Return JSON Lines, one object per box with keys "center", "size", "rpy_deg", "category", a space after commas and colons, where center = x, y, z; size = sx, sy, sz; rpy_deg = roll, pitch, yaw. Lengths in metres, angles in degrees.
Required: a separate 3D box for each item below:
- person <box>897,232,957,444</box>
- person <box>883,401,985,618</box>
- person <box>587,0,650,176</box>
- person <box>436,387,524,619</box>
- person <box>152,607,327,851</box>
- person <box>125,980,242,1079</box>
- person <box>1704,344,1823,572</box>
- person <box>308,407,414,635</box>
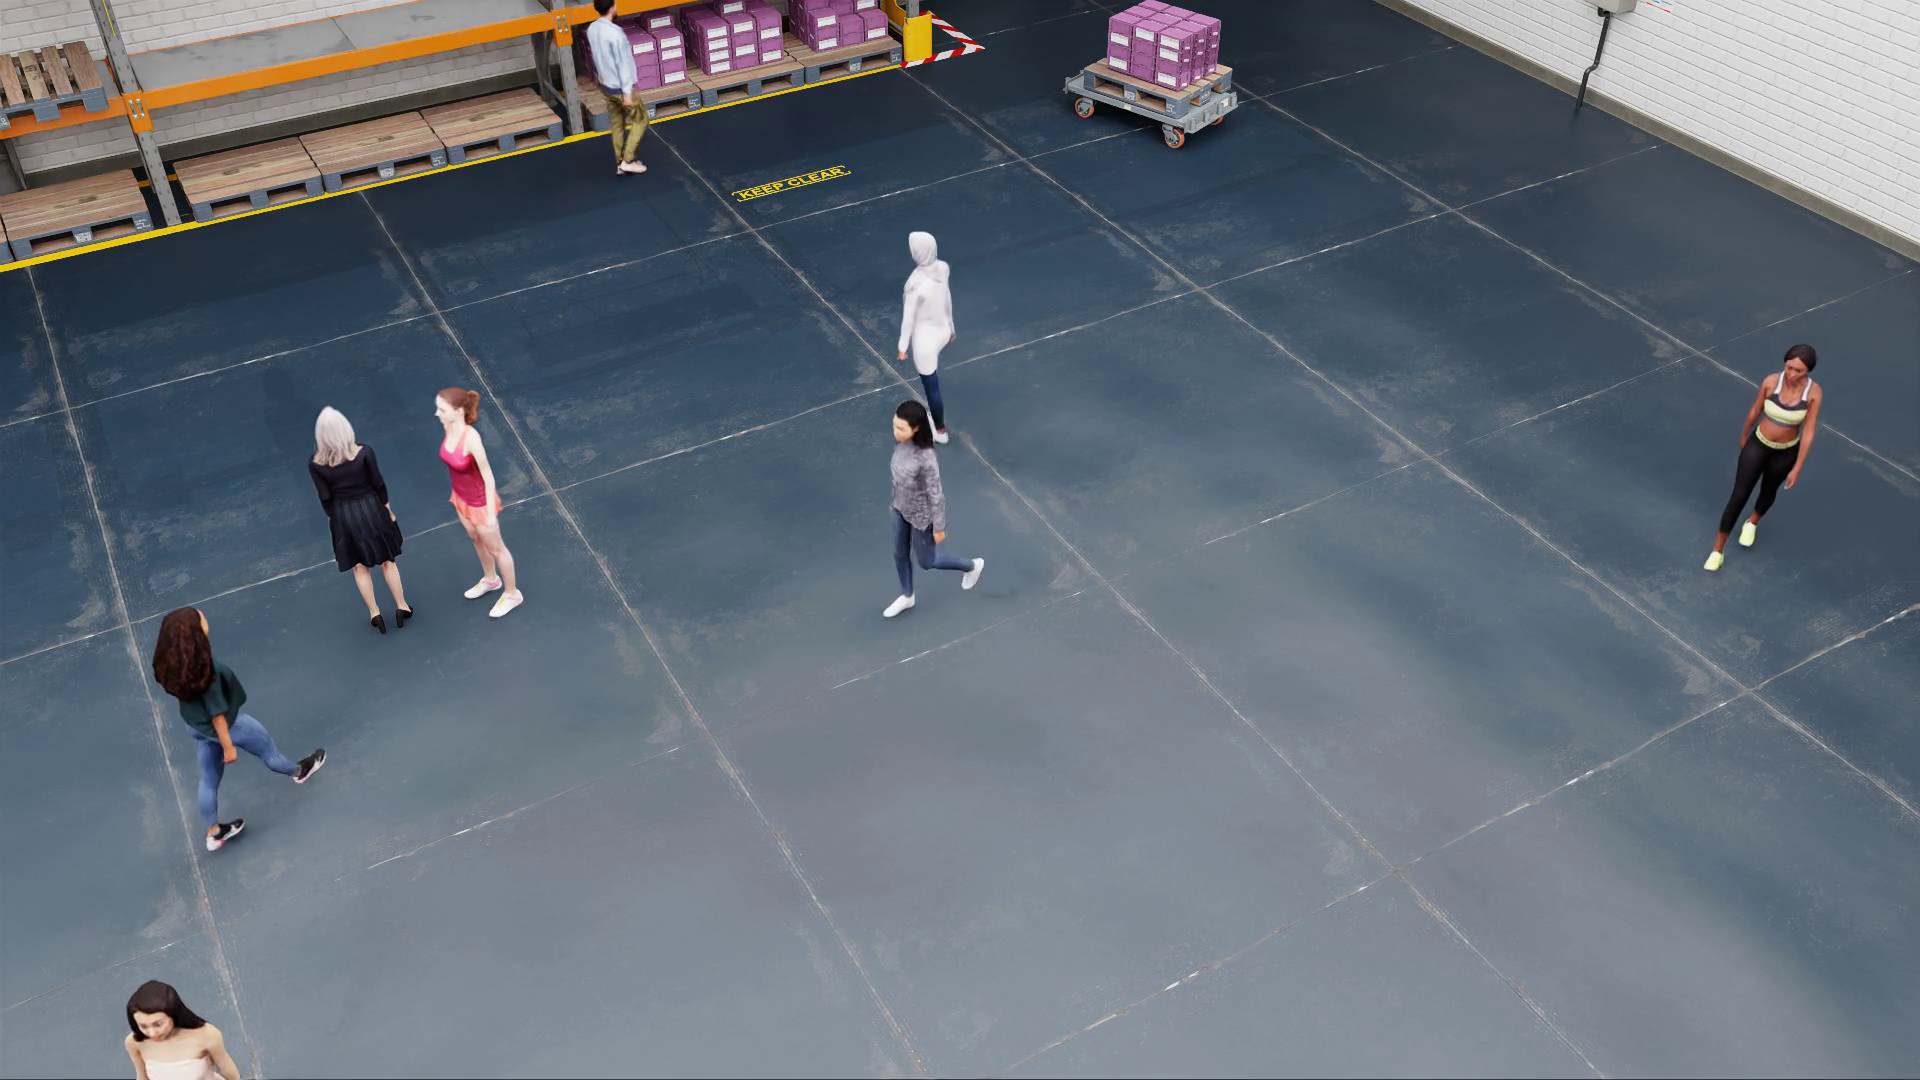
{"center": [-0.159, -1.467, 12.429], "size": [0.787, 1.766, 0.665], "rpy_deg": [26, 45, 28], "category": "person"}
{"center": [-0.194, -0.215, 10.907], "size": [0.921, 1.710, 0.678], "rpy_deg": [-20, 43, -23], "category": "person"}
{"center": [-3.356, -4.338, 15.996], "size": [0.716, 1.803, 0.766], "rpy_deg": [-31, 48, -33], "category": "person"}
{"center": [-3.189, -0.270, 10.942], "size": [0.613, 1.753, 0.617], "rpy_deg": [-32, 48, -33], "category": "person"}
{"center": [-4.252, 1.097, 9.373], "size": [0.918, 1.574, 1.153], "rpy_deg": [22, 44, 25], "category": "person"}
{"center": [-3.383, 2.502, 7.512], "size": [1.069, 1.701, 0.999], "rpy_deg": [1, 39, 1], "category": "person"}
{"center": [5.607, -0.642, 11.438], "size": [0.906, 1.715, 1.118], "rpy_deg": [20, 43, 23], "category": "person"}
{"center": [-3.881, -0.128, 10.769], "size": [0.560, 1.747, 0.698], "rpy_deg": [-12, 40, -15], "category": "person"}
